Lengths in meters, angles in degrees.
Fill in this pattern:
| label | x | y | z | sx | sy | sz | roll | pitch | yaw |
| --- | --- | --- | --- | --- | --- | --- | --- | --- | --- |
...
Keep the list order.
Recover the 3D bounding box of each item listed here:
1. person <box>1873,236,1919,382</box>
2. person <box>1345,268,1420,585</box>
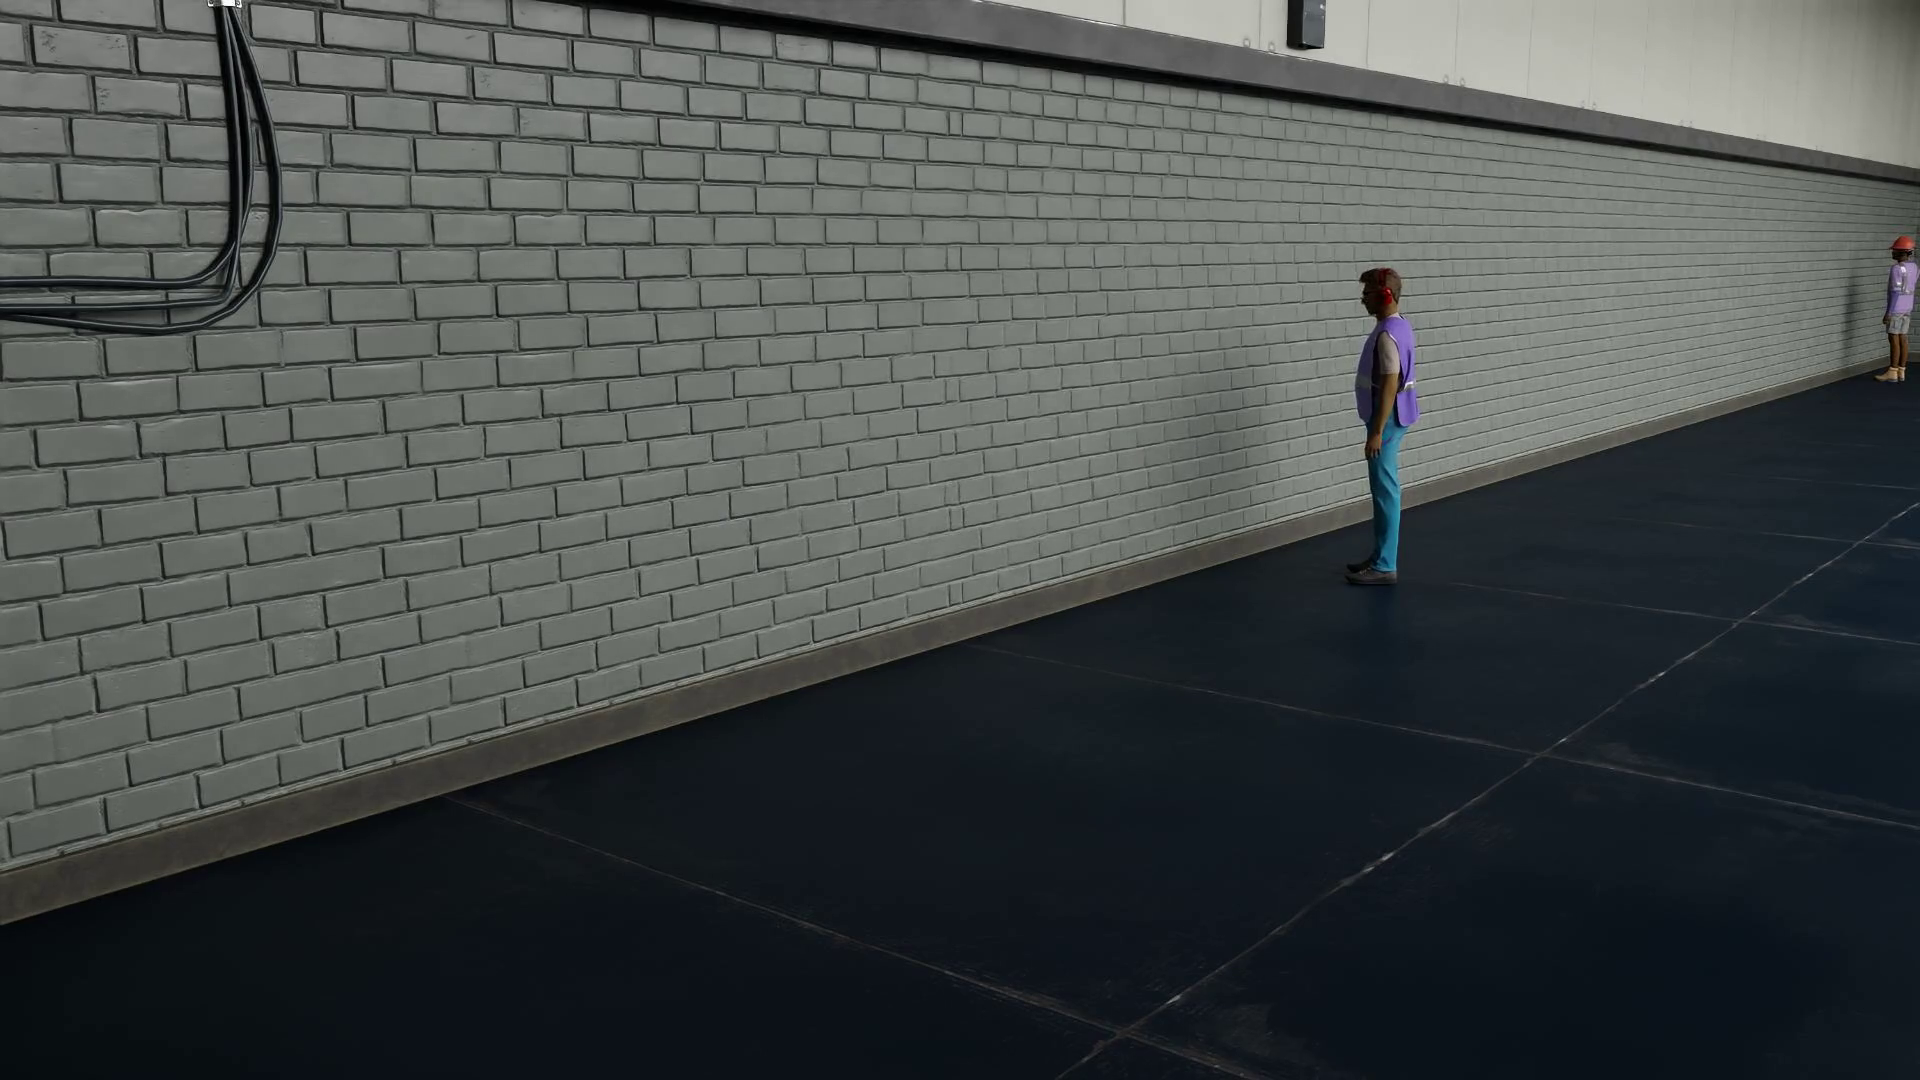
| label | x | y | z | sx | sy | sz | roll | pitch | yaw |
| --- | --- | --- | --- | --- | --- | --- | --- | --- | --- |
| person | 13.343 | -3.281 | 23.673 | 0.613 | 2.047 | 0.363 | -8 | 13 | -36 |
| person | 2.492 | -0.667 | 9.758 | 0.390 | 1.842 | 0.563 | 3 | 11 | 17 |
